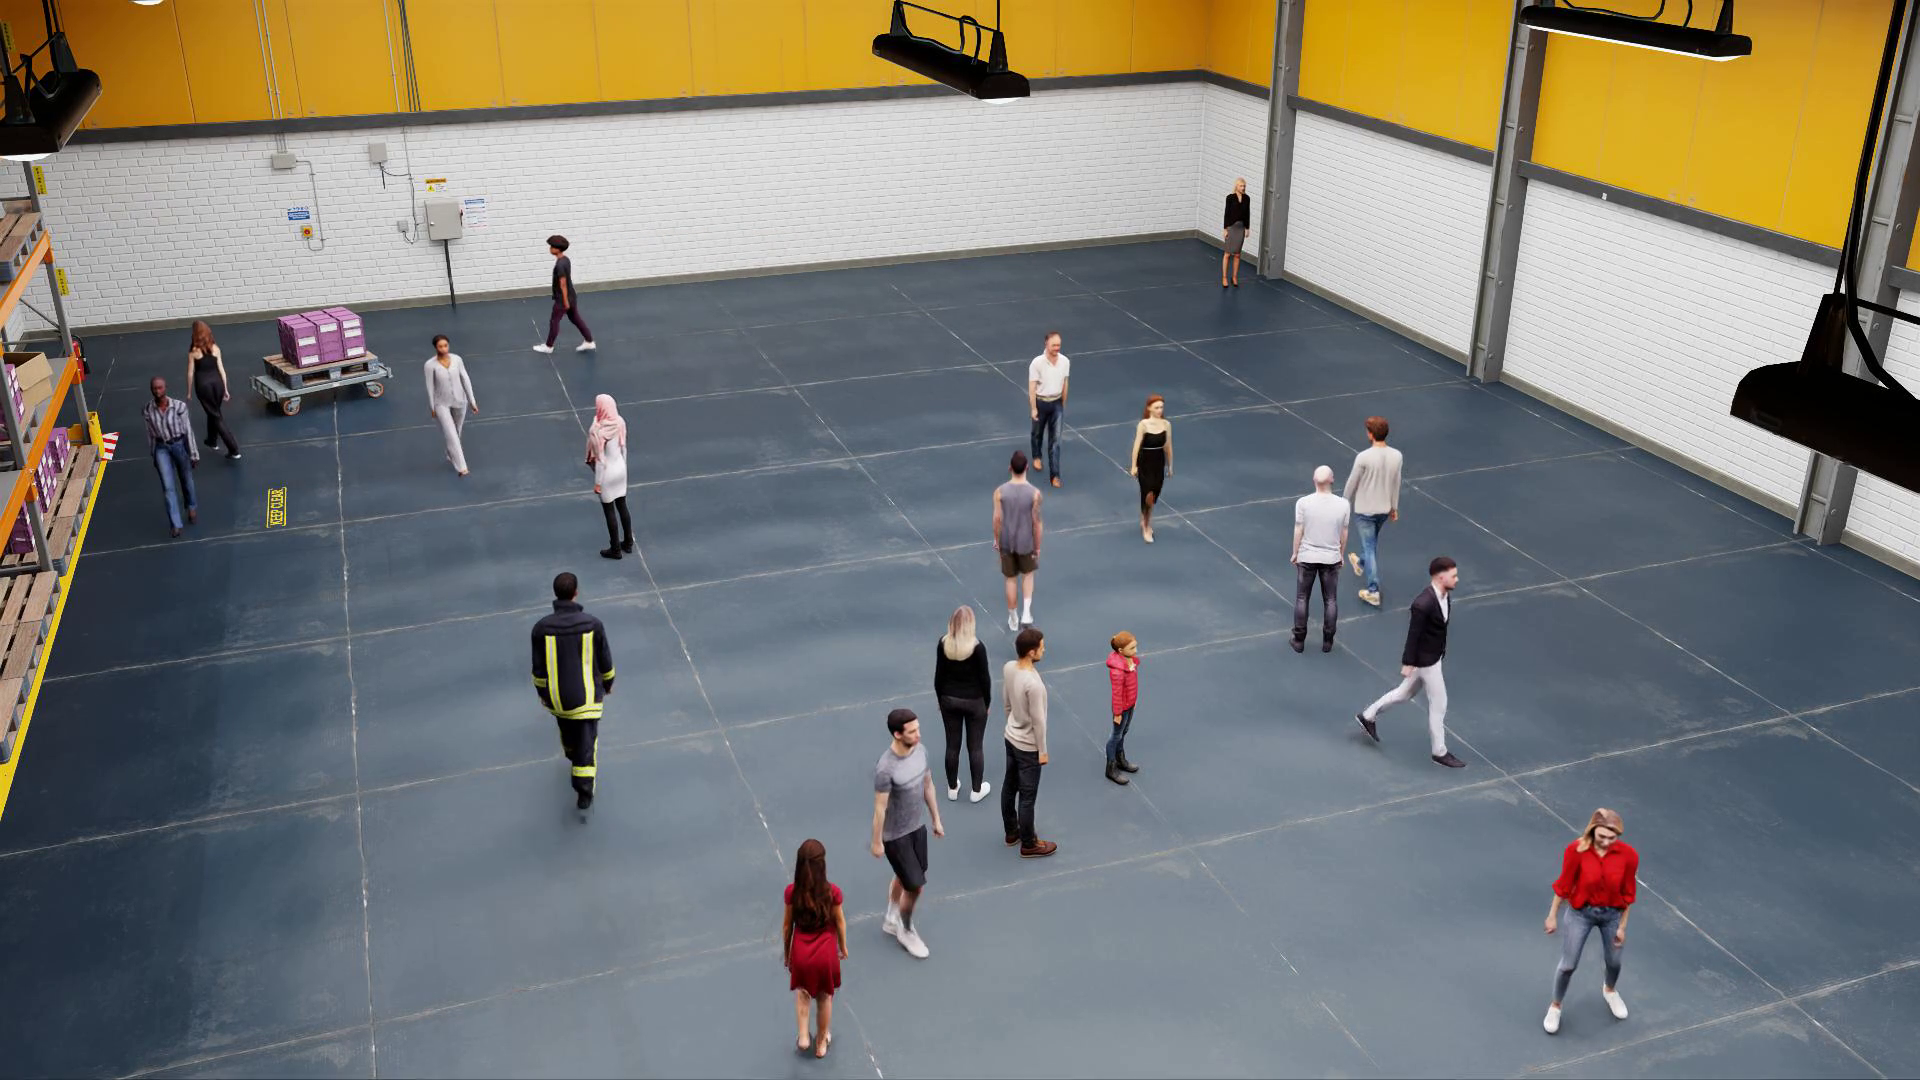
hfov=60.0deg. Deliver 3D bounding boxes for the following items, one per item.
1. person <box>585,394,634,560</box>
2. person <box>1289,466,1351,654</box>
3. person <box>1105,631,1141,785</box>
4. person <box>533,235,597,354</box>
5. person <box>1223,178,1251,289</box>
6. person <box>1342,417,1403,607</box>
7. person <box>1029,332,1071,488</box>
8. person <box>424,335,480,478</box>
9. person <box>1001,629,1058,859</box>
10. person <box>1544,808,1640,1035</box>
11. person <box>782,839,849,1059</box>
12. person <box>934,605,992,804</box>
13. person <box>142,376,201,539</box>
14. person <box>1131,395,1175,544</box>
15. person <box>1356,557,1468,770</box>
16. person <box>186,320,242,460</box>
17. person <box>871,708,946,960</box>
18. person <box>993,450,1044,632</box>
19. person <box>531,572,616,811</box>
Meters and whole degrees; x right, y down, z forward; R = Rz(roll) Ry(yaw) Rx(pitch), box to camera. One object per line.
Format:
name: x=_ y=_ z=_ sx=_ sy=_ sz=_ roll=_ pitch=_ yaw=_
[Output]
person: x=-3.679 y=-0.677 z=17.530 sx=0.774 sy=1.803 sz=0.739 roll=15 pitch=28 yaw=30
person: x=3.348 y=0.176 z=15.544 sx=0.738 sy=1.831 sz=0.727 roll=2 pitch=24 yaw=4
person: x=1.315 y=1.335 z=13.534 sx=0.653 sy=1.318 sz=0.598 roll=12 pitch=26 yaw=25
person: x=-5.672 y=-3.551 z=24.180 sx=0.896 sy=1.743 sz=1.116 roll=-1 pitch=24 yaw=-3
person: x=4.559 y=-5.099 z=27.601 sx=0.628 sy=1.840 sz=0.567 roll=-6 pitch=24 yaw=-13
person: x=4.130 y=-0.245 z=16.488 sx=0.672 sy=1.846 sz=1.134 roll=-7 pitch=24 yaw=-15
person: x=0.997 y=-1.594 z=19.644 sx=0.860 sy=1.791 sz=1.334 roll=-4 pitch=24 yaw=-8
person: x=-6.114 y=-1.629 z=19.846 sx=0.893 sy=1.692 sz=1.191 roll=-18 pitch=29 yaw=-35
person: x=0.478 y=1.510 z=12.454 sx=0.748 sy=1.862 sz=0.560 roll=-13 pitch=27 yaw=-26
person: x=4.029 y=2.407 z=10.619 sx=0.919 sy=1.688 sz=0.926 roll=5 pitch=24 yaw=11
person: x=-0.920 y=2.595 z=10.366 sx=0.677 sy=1.546 sz=0.756 roll=2 pitch=24 yaw=5
person: x=0.021 y=1.301 z=13.153 sx=0.691 sy=1.685 sz=0.731 roll=8 pitch=25 yaw=17
person: x=-8.601 y=-0.943 z=18.222 sx=0.651 sy=1.737 sz=1.193 roll=-8 pitch=25 yaw=-18
person: x=2.045 y=-0.828 z=18.116 sx=0.595 sy=1.611 sz=0.711 roll=-9 pitch=25 yaw=-19
person: x=3.750 y=0.968 z=13.771 sx=1.319 sy=1.800 sz=1.155 roll=15 pitch=28 yaw=31
person: x=-9.049 y=-1.770 z=20.164 sx=1.210 sy=1.696 sz=0.997 roll=18 pitch=29 yaw=35
person: x=-0.474 y=1.954 z=11.440 sx=0.883 sy=1.861 sz=0.834 roll=16 pitch=28 yaw=33
person: x=0.537 y=0.054 z=15.913 sx=0.717 sy=1.828 sz=0.737 roll=1 pitch=24 yaw=2
person: x=-3.034 y=1.221 z=13.097 sx=0.979 sy=1.876 sz=1.301 roll=-3 pitch=24 yaw=-7
